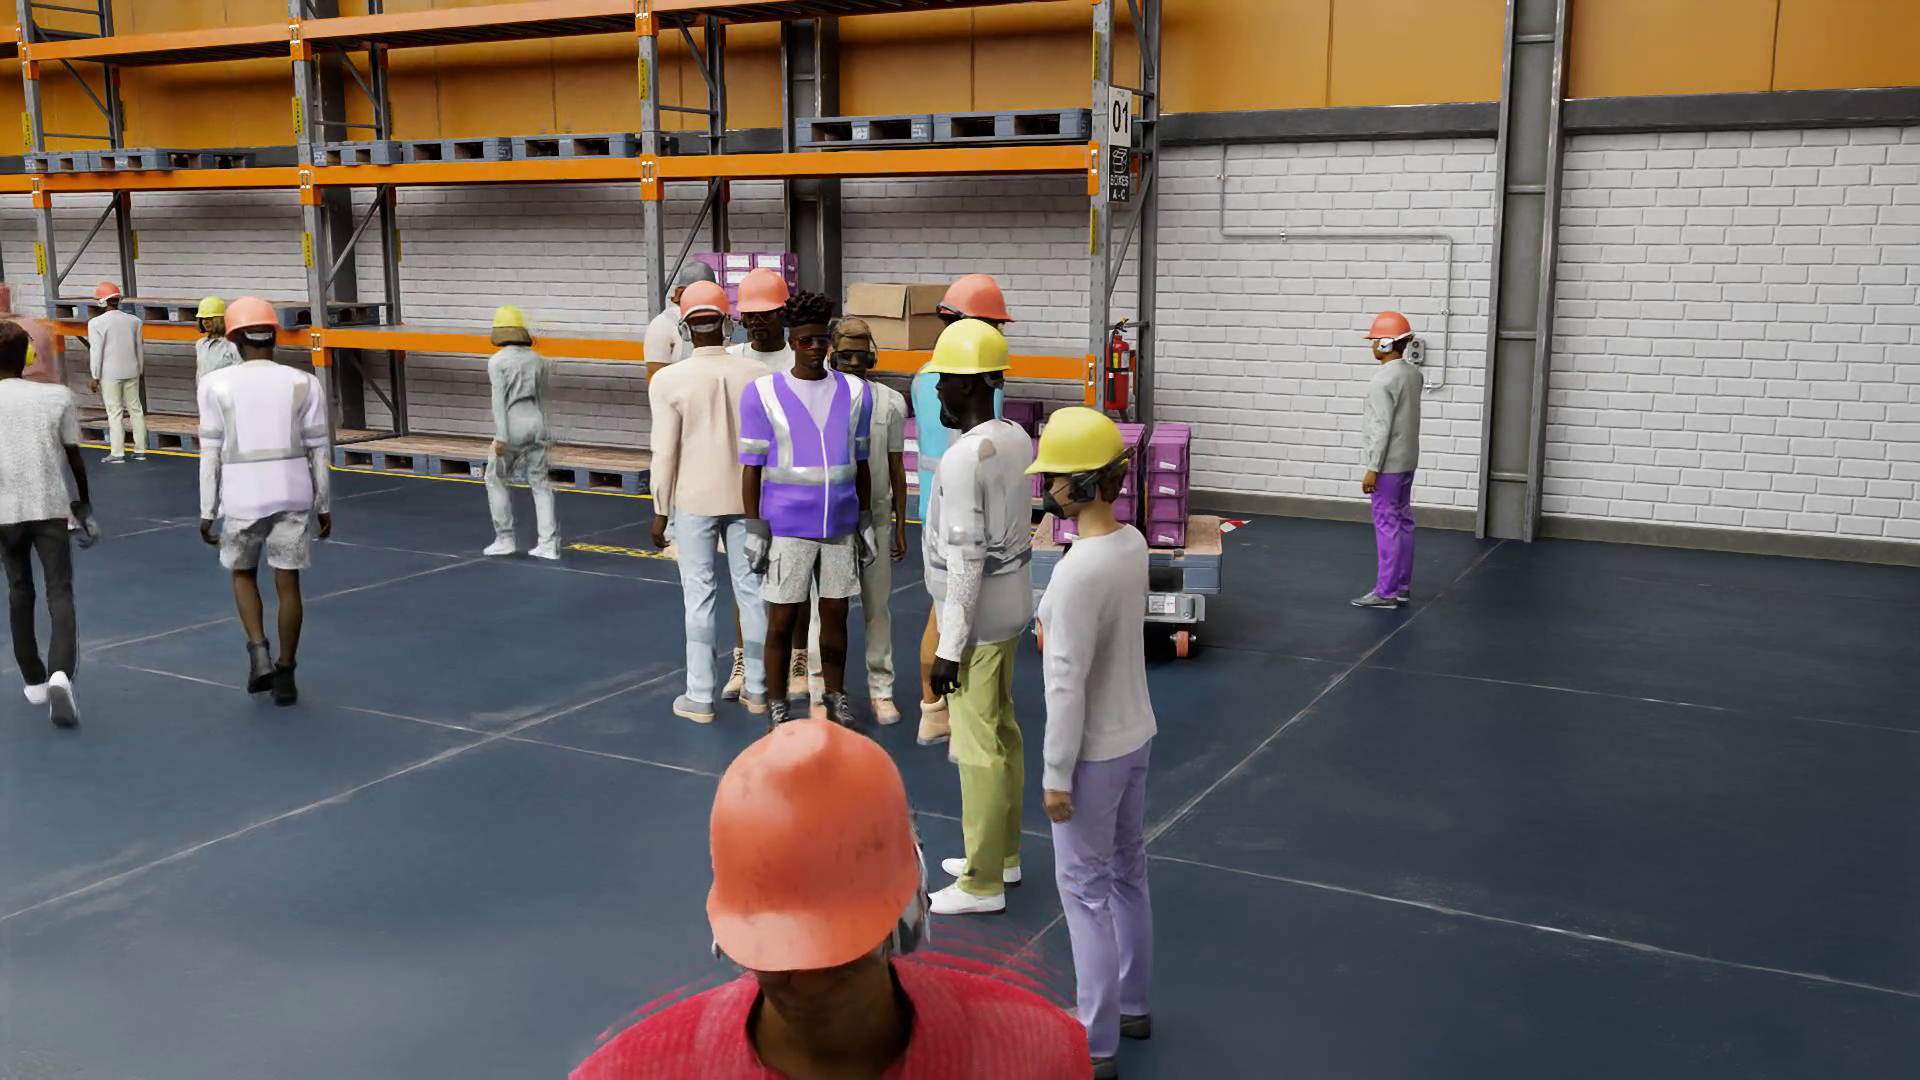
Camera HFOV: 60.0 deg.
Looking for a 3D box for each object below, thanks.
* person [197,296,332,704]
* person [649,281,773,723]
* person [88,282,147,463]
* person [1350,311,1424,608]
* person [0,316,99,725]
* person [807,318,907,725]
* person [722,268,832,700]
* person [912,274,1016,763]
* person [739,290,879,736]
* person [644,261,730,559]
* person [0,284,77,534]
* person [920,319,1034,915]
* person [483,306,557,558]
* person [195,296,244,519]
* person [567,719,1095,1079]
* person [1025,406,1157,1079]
[{"bbox_3d":[-3.260,-0.183,7.820,0.585,1.908,0.458,-5,12,-28],"label":"person"},{"bbox_3d":[-1.113,-0.169,7.541,0.609,1.988,0.392,-6,12,-29],"label":"person"},{"bbox_3d":[-8.216,-1.629,16.197,0.334,1.749,0.562,6,12,28],"label":"person"},{"bbox_3d":[2.524,-0.473,9.852,0.340,1.752,0.564,8,13,36],"label":"person"},{"bbox_3d":[-4.221,-0.091,7.560,0.527,1.835,0.881,-5,11,-25],"label":"person"},{"bbox_3d":[-0.484,-0.068,7.422,0.502,1.837,0.349,-2,11,-11],"label":"person"},{"bbox_3d":[-0.893,-0.245,7.811,0.615,2.040,0.391,0,10,2],"label":"person"},{"bbox_3d":[0.038,-0.089,6.993,0.409,2.035,0.614,-6,12,-29],"label":"person"},{"bbox_3d":[-0.634,-0.073,7.075,0.613,1.965,0.361,-5,12,-27],"label":"person"},{"bbox_3d":[-1.782,-0.891,11.356,0.535,2.000,0.680,9,14,41],"label":"person"},{"bbox_3d":[-6.969,-0.953,12.227,1.010,1.846,0.654,2,11,13],"label":"person"},{"bbox_3d":[0.046,0.255,5.384,0.367,1.927,0.587,3,11,17],"label":"person"},{"bbox_3d":[-3.034,-0.725,11.338,0.660,1.712,0.503,7,12,33],"label":"person"},{"bbox_3d":[-5.662,-0.994,12.772,0.485,1.738,0.346,5,11,24],"label":"person"},{"bbox_3d":[-0.126,1.021,1.718,0.593,1.729,0.583,-1,10,-5],"label":"person"},{"bbox_3d":[0.331,0.531,4.338,0.340,1.761,0.528,5,11,25],"label":"person"}]
